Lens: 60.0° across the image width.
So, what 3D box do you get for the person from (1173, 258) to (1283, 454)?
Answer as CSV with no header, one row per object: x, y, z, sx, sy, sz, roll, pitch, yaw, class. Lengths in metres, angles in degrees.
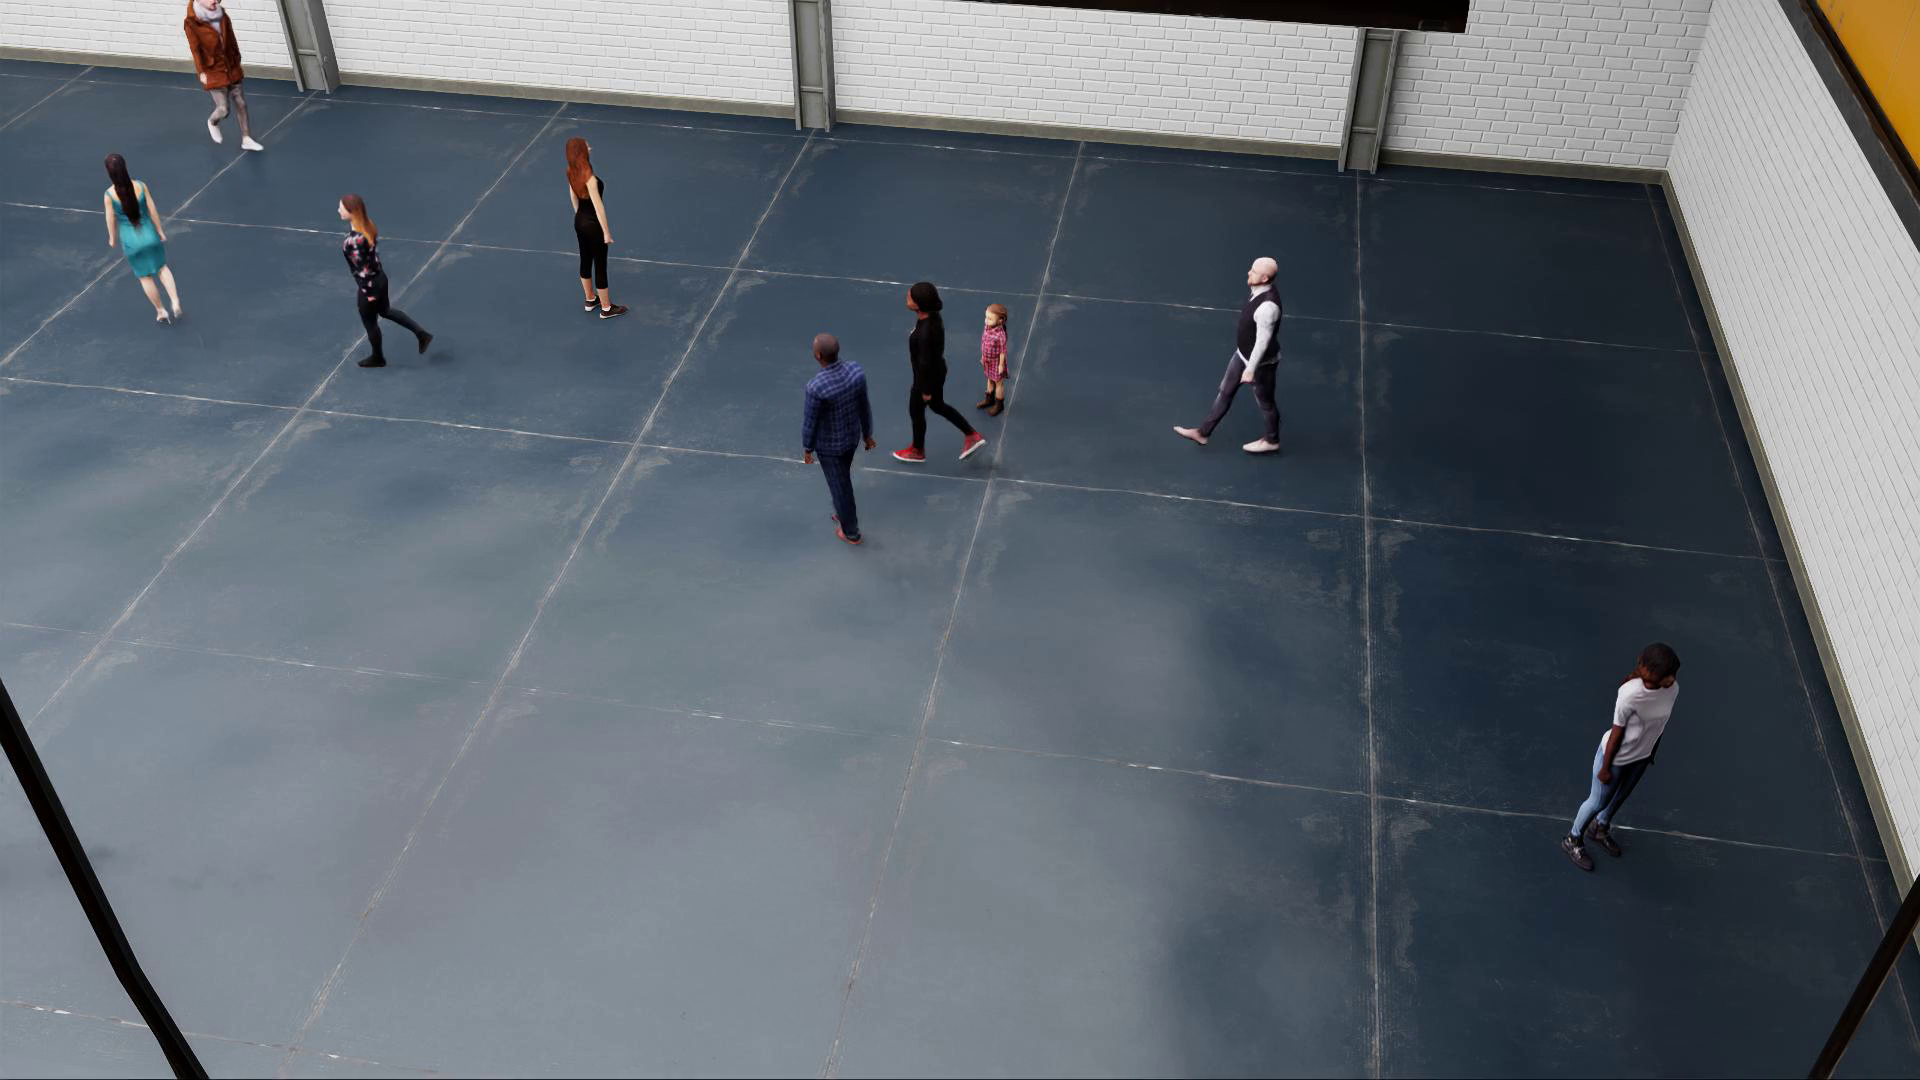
2.446,-1.424,13.244,1.187,1.790,0.889,-3,39,-3,person

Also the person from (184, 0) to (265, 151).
-7.922,-5.004,17.701,0.978,1.822,0.878,22,43,25,person

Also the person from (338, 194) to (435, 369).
-5.004,-2.233,14.355,0.972,1.669,0.718,-3,39,-4,person

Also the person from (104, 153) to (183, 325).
-7.308,-2.647,14.862,0.686,1.682,0.729,-31,48,-33,person

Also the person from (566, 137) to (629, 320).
-3.355,-2.837,15.065,0.613,1.726,0.705,32,48,33,person

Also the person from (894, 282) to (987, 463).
-0.162,-1.285,13.183,0.993,1.649,0.641,6,39,7,person

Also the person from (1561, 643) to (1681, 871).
3.956,1.278,9.916,0.619,1.720,0.715,-15,41,-18,person

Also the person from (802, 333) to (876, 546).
-0.856,-0.693,12.316,0.831,1.806,0.877,-27,46,-29,person

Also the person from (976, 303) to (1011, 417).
0.293,-1.535,13.998,0.566,1.022,0.501,-26,46,-29,person
